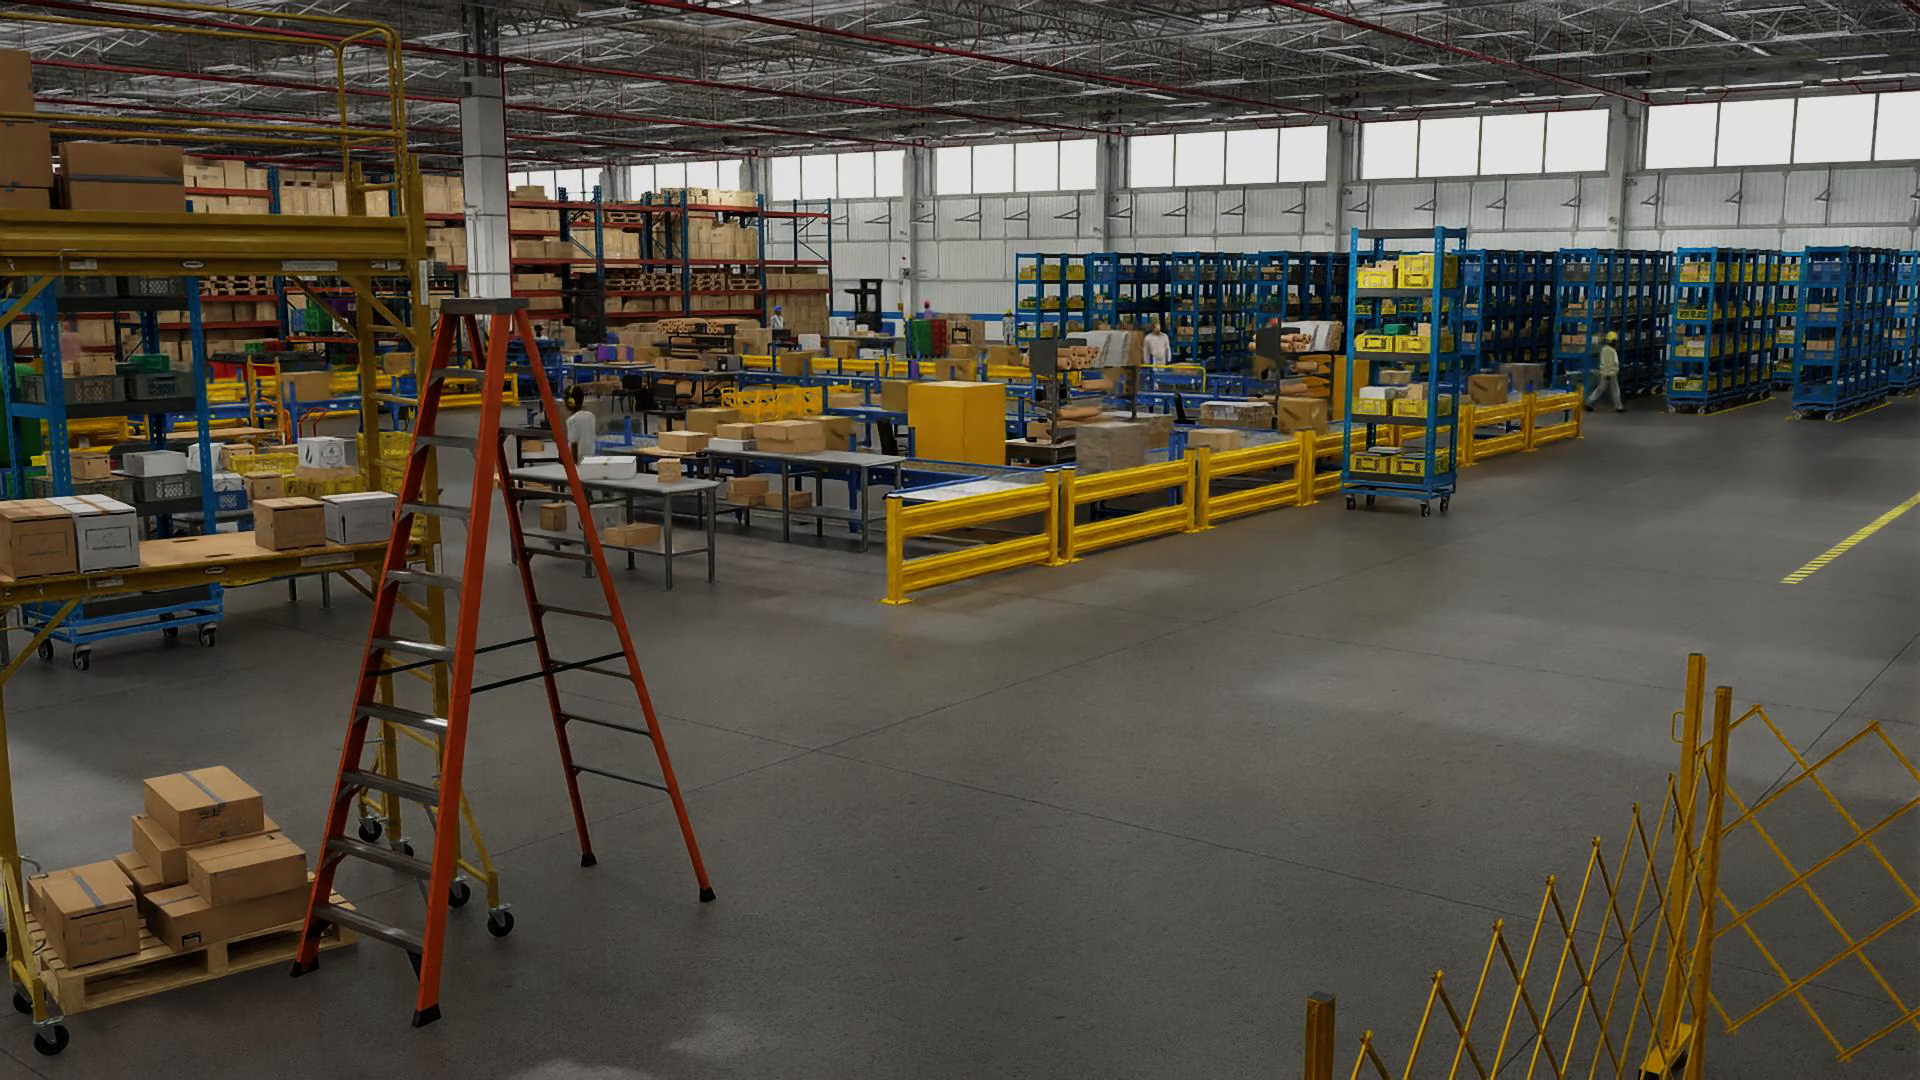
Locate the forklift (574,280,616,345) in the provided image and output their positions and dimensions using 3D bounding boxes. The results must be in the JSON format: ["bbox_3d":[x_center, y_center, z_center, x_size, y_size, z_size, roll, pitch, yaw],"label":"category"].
[{"bbox_3d":[-12.018,-7.062,54.108,1.129,2.768,1.873,3,10,19],"label":"forklift"}]

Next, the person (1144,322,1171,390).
[{"bbox_3d":[4.785,-4.378,40.472,0.654,1.880,0.812,-2,9,-15],"label":"person"}]

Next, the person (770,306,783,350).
[{"bbox_3d":[-6.168,-6.951,56.318,0.388,1.947,0.610,5,11,31],"label":"person"}]

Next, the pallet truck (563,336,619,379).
[{"bbox_3d":[-10.690,-5.294,48.215,1.601,1.201,0.680,-5,10,-26],"label":"pallet truck"}]

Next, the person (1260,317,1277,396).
[{"bbox_3d":[7.792,-4.510,41.047,0.622,1.966,0.929,-7,11,-36],"label":"person"}]

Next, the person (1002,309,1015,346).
[{"bbox_3d":[1.817,-7.738,61.898,0.485,1.734,0.346,-1,9,-7],"label":"person"}]

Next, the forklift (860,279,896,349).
[{"bbox_3d":[-3.524,-9.036,66.427,1.129,2.768,1.873,7,11,37],"label":"forklift"}]

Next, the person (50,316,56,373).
[{"bbox_3d":[-26.837,-5.743,49.169,0.513,1.815,0.712,-6,11,-35],"label":"person"}]

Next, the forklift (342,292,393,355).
[{"bbox_3d":[-16.485,-5.622,45.120,1.129,2.768,1.873,7,11,37],"label":"forklift"}]

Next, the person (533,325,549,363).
[{"bbox_3d":[-11.137,-4.854,44.015,0.557,1.695,0.355,-3,10,-17],"label":"person"}]

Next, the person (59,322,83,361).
[{"bbox_3d":[-21.877,-4.445,40.997,0.988,1.855,0.693,4,10,24],"label":"person"}]

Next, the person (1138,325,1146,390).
[{"bbox_3d":[4.360,-4.522,41.764,1.068,1.769,0.600,-5,10,-27],"label":"person"}]

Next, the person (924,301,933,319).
[{"bbox_3d":[-1.377,-8.839,68.190,0.693,1.912,0.576,5,11,30],"label":"person"}]

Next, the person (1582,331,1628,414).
[{"bbox_3d":[14.079,-3.653,36.223,0.923,1.796,0.597,7,11,36],"label":"person"}]

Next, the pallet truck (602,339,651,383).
[{"bbox_3d":[-8.991,-4.871,45.351,0.653,1.274,1.630,7,11,37],"label":"pallet truck"}]

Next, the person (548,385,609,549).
[{"bbox_3d":[-4.129,-0.797,18.347,0.996,1.818,0.526,5,10,28],"label":"person"}]
